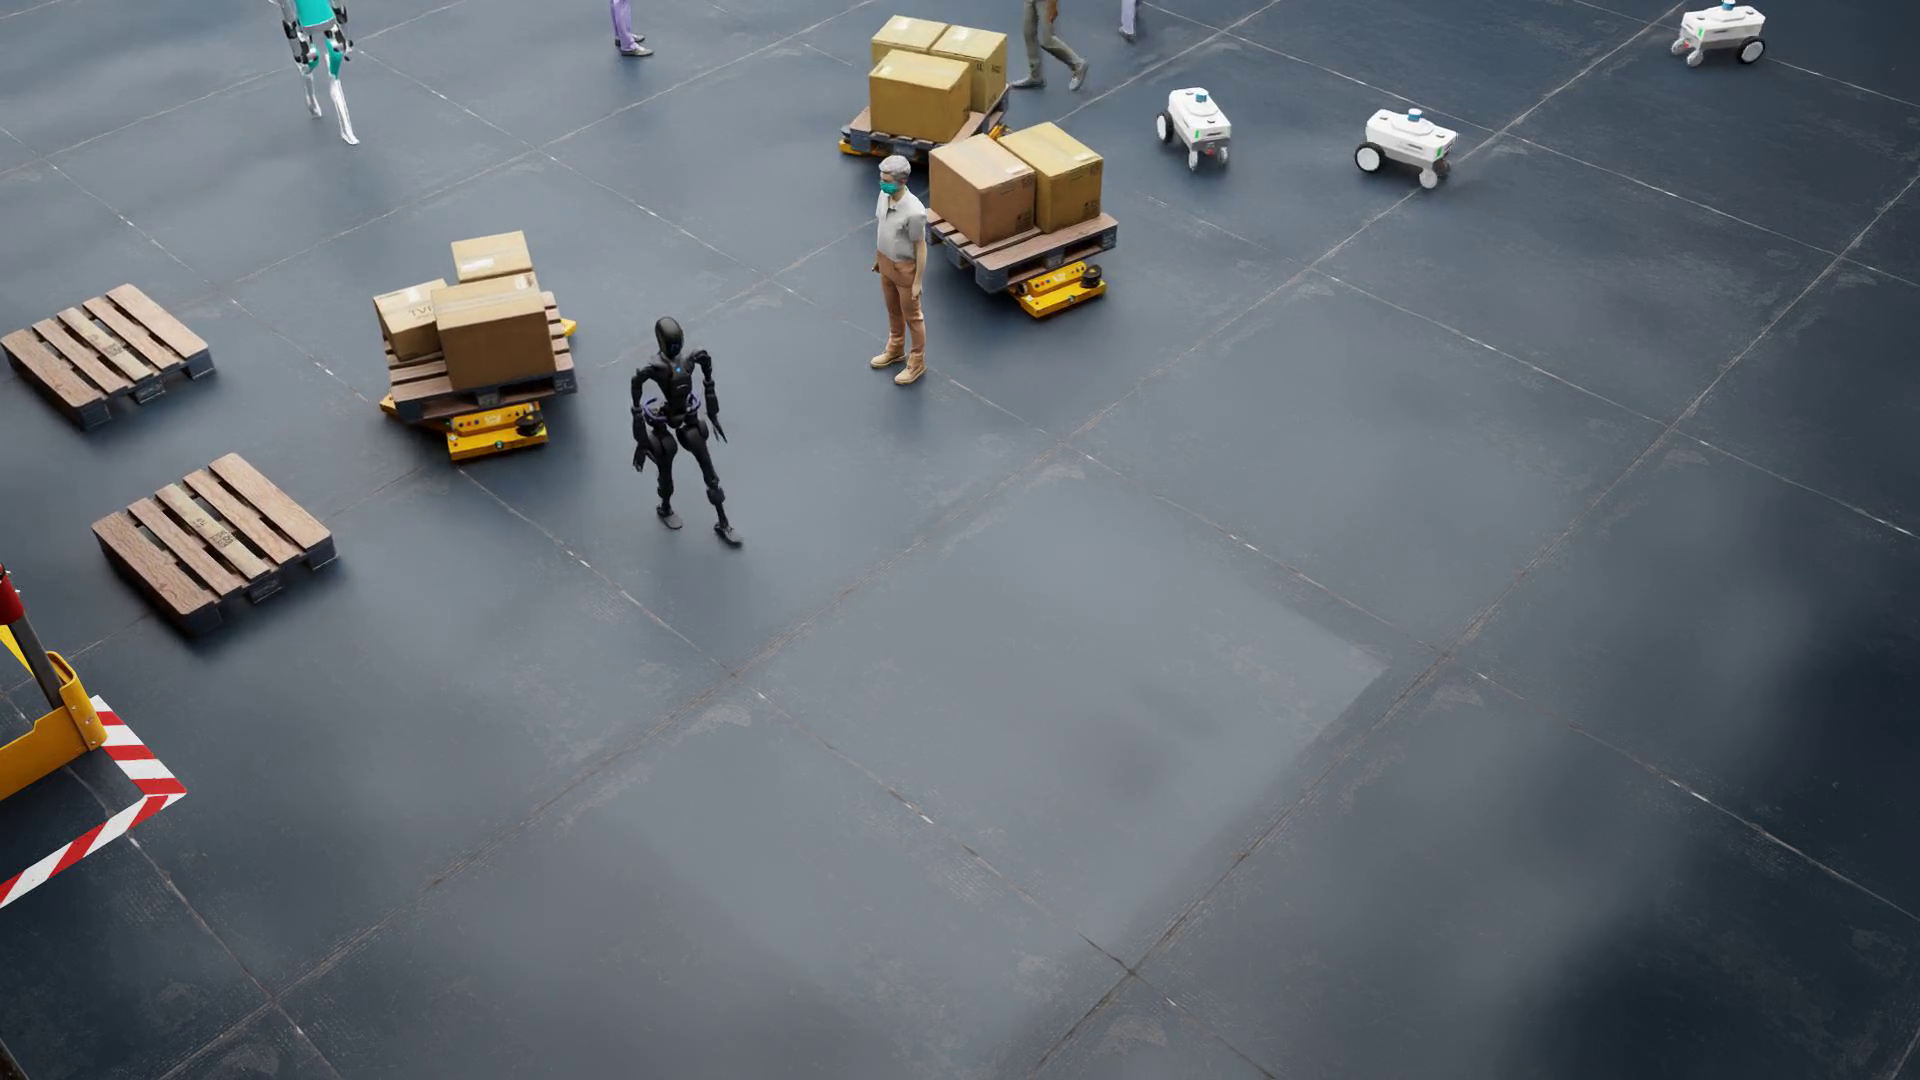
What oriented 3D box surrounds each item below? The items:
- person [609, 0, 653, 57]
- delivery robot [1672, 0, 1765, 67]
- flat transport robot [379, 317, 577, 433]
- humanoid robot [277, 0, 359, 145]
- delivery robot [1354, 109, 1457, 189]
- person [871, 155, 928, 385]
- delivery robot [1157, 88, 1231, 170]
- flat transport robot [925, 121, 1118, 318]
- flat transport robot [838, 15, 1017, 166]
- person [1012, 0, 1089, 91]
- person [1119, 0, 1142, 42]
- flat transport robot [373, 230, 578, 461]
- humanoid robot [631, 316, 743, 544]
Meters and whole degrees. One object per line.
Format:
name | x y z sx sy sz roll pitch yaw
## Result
person | -3.174 -5.390 15.337 0.390 1.846 0.565 -14 44 -15
delivery robot | 7.169 -4.777 15.634 0.796 0.612 0.499 -9 43 -10
flat transport robot | -3.450 -1.295 11.965 0.659 0.231 1.431 18 45 19
humanoid robot | -5.575 -4.310 14.239 0.547 1.779 0.935 -28 49 -27
delivery robot | 3.782 -3.347 14.024 0.774 0.583 0.499 27 48 26
person | -0.423 -1.880 11.511 0.310 1.745 0.490 -29 49 -28
delivery robot | 2.043 -3.579 14.303 0.499 0.612 0.814 -10 43 -11
flat transport robot | 0.450 -2.236 13.012 0.659 0.231 1.431 -24 47 -24
flat transport robot | -0.267 -3.460 14.372 1.431 0.231 0.659 14 44 15
person | 0.792 -4.870 14.792 0.617 1.815 0.604 -15 44 -16
person | 1.638 -5.739 15.755 0.580 1.795 0.919 -4 42 -5
flat transport robot | -3.359 -1.109 11.758 0.659 0.231 1.431 -13 44 -14
humanoid robot | -1.729 -0.668 10.229 0.616 1.633 0.628 -24 47 -25
